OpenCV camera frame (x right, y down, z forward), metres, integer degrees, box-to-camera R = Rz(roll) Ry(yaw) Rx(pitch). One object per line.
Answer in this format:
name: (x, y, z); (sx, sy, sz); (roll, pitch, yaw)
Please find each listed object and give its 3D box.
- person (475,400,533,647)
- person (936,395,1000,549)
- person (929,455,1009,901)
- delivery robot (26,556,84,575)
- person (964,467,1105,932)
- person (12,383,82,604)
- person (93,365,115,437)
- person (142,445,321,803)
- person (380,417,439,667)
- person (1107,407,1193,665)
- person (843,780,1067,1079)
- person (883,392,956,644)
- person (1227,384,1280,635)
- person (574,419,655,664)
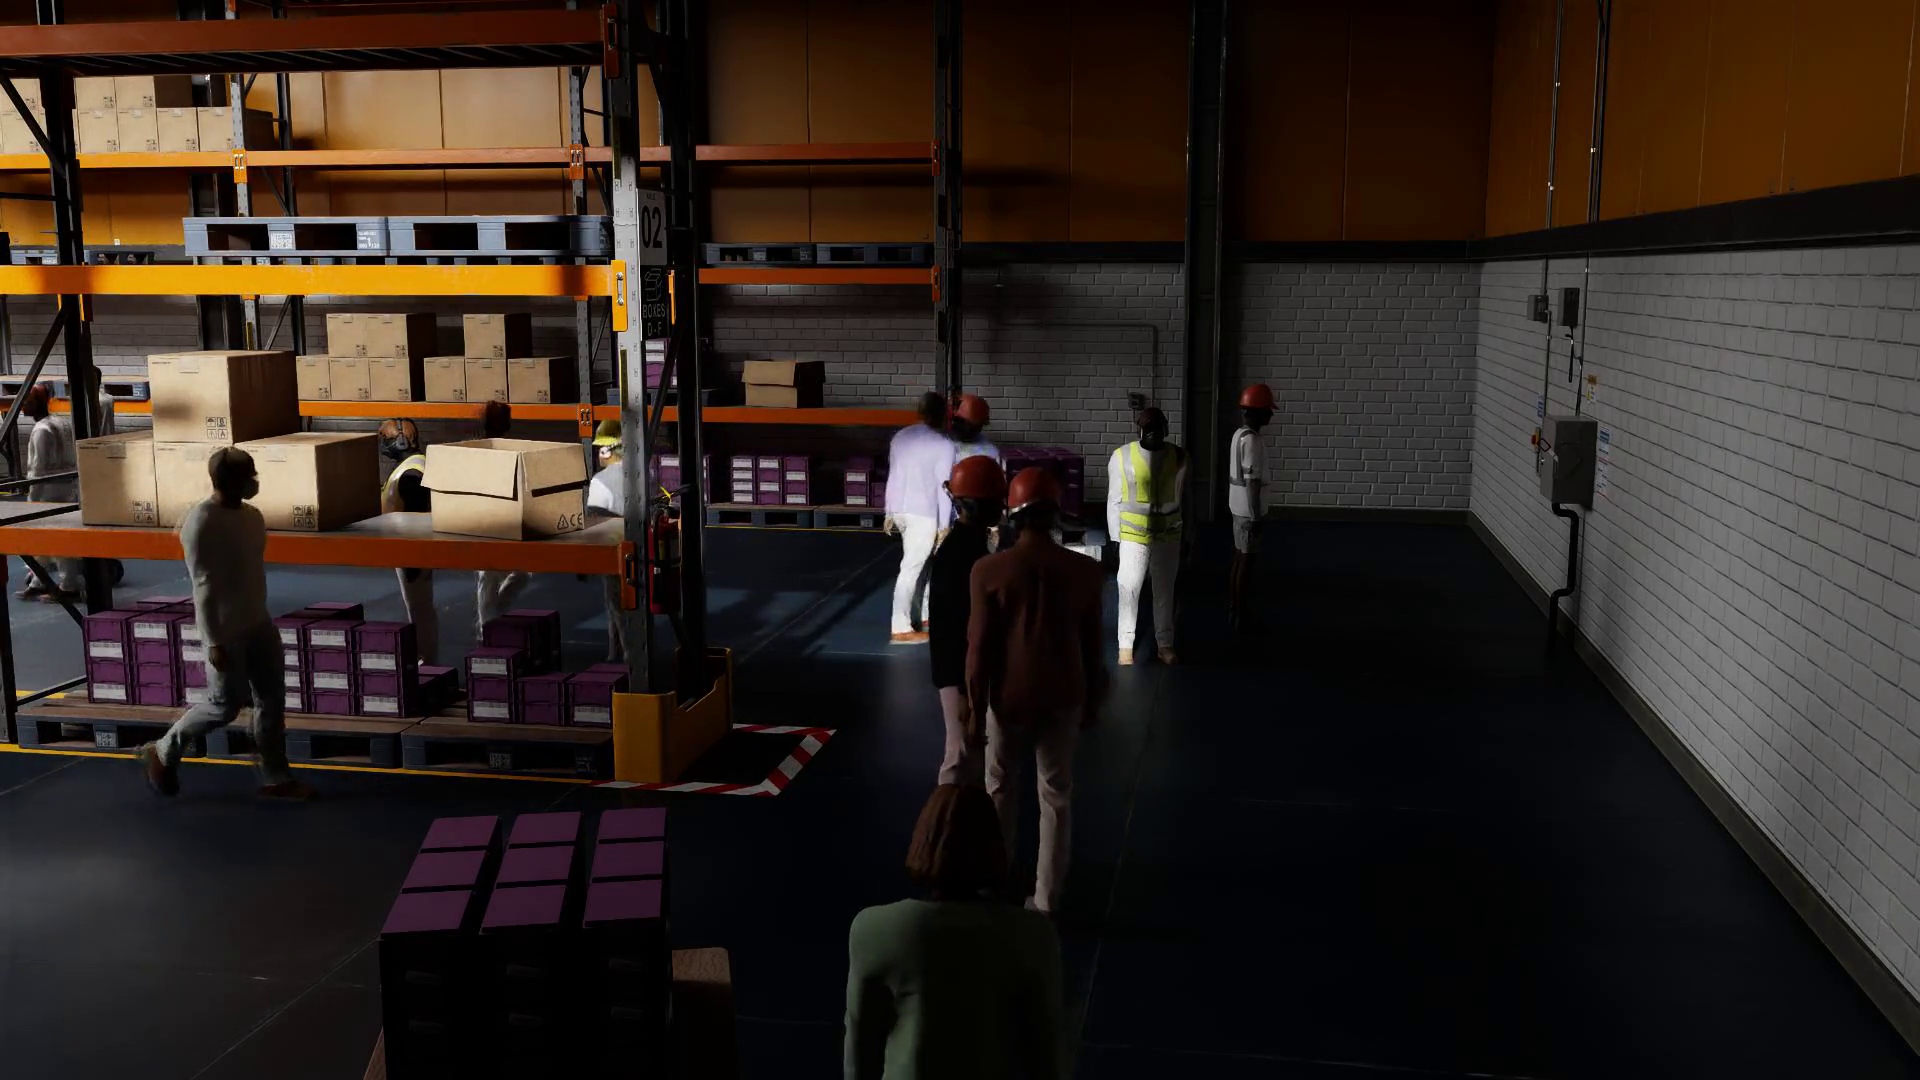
person: (-3.374, -0.086, 12.134); (0.415, 1.871, 0.610); (3, 10, 20)
person: (0.012, -0.164, 12.621); (0.558, 1.868, 0.869); (-2, 9, -15)
person: (0.056, 0.608, 7.459); (0.395, 1.992, 0.622); (0, 9, 3)
delivery robot: (-7.886, 0.105, 14.740); (0.707, 0.478, 0.477); (-7, 12, -38)
person: (0.303, 0.654, 7.261); (0.649, 1.956, 0.889); (-2, 9, -12)
person: (-7.755, -0.375, 13.912); (0.649, 1.870, 0.613); (-4, 10, -23)
person: (-8.761, -0.852, 16.921); (0.328, 1.865, 0.521); (-1, 9, -5)
person: (-3.840, 0.456, 8.664); (0.818, 1.915, 0.634); (2, 9, 10)
person: (-3.696, 0.091, 11.169); (0.429, 1.837, 0.628); (-4, 10, -22)
person: (1.358, -0.025, 11.856); (0.625, 1.844, 0.429); (-1, 9, -6)
person: (-0.017, 1.367, 3.914); (0.516, 1.616, 0.355); (0, 9, -1)
person: (-0.249, -0.174, 12.667); (0.815, 1.891, 0.655); (-8, 12, -41)
person: (2.273, -0.238, 12.883); (0.364, 1.934, 0.552); (0, 9, 0)
person: (-2.387, 0.089, 11.266); (0.678, 1.810, 0.597); (4, 10, 23)
